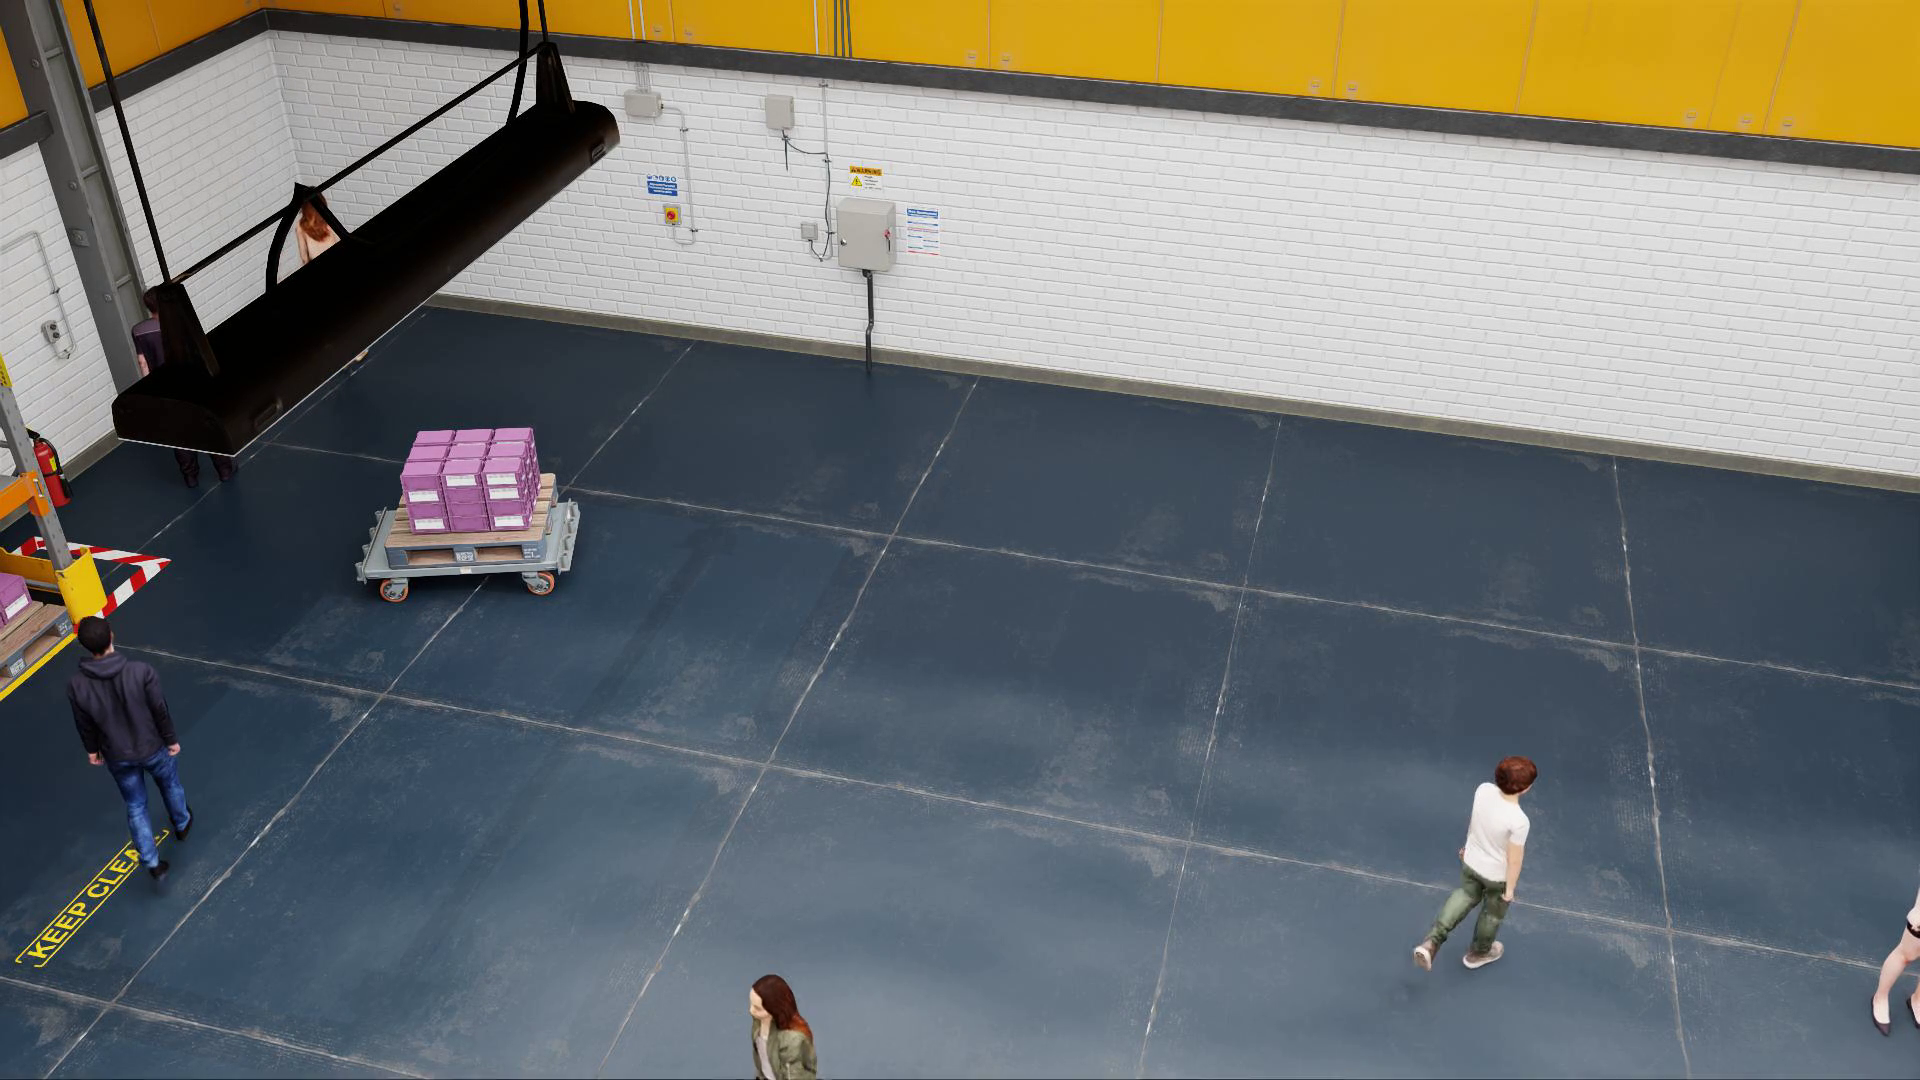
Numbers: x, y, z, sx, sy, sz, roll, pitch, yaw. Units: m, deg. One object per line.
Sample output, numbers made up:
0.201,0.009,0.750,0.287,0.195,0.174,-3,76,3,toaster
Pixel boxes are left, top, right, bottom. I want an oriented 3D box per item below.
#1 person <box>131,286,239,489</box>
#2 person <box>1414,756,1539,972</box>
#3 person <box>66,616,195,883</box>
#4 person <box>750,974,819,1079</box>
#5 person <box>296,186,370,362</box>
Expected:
-6.684,-1.318,14.272,0.803,1.845,0.796,-10,35,-15,person
2.989,1.913,9.598,0.997,1.638,0.936,-17,37,-24,person
-5.119,1.321,10.279,1.023,1.869,1.151,-11,35,-17,person
-0.829,2.739,8.532,1.064,1.441,0.907,-27,42,-34,person
-6.160,-2.582,16.223,0.665,1.789,0.646,-4,34,-6,person
